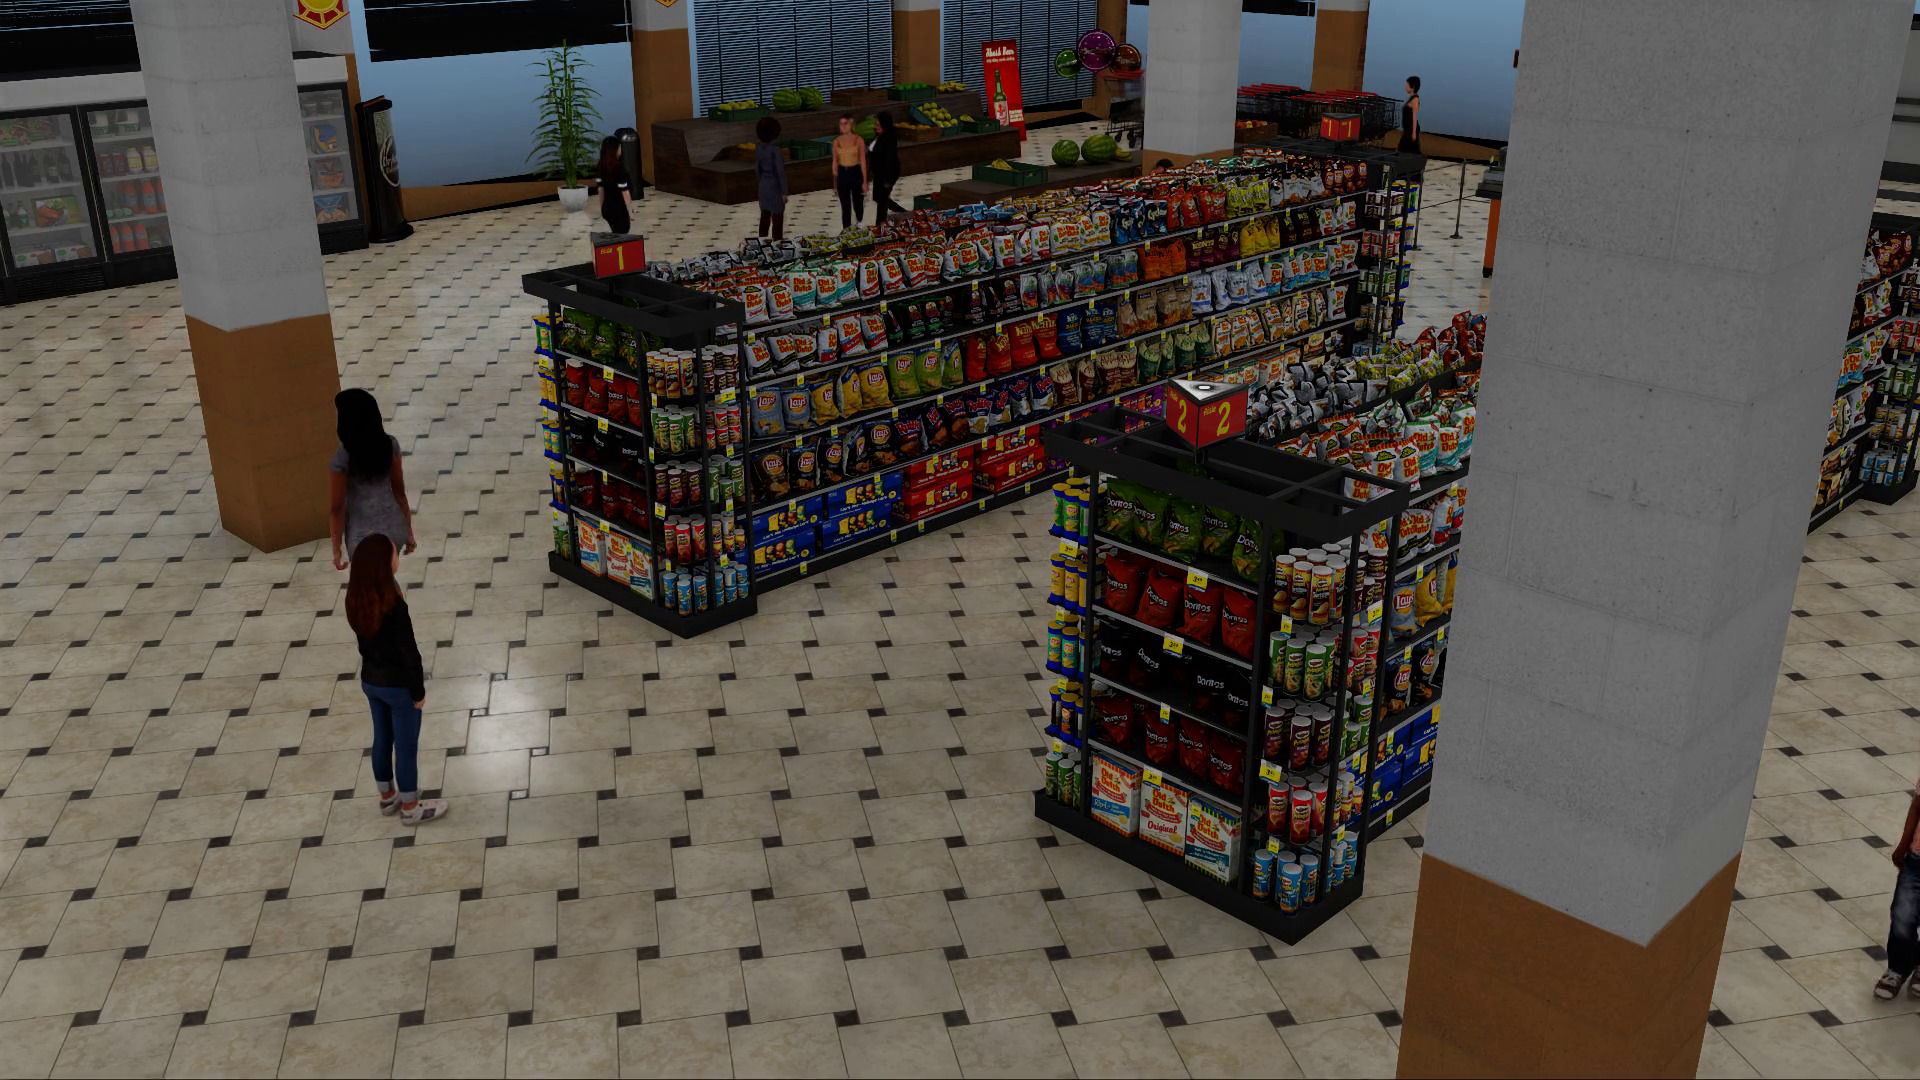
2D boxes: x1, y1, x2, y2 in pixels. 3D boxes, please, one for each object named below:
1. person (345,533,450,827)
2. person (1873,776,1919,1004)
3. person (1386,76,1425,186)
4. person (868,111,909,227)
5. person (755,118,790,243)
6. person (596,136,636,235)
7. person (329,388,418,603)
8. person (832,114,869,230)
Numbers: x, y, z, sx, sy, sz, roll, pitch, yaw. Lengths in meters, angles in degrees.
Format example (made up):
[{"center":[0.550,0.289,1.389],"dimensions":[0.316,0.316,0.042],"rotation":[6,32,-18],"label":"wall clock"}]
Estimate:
[{"center":[-2.736,0.666,7.957],"dimensions":[0.593,1.481,0.576],"rotation":[13,25,29],"label":"person"},{"center":[4.019,1.251,6.746],"dimensions":[0.567,1.298,0.626],"rotation":[16,27,34],"label":"person"},{"center":[6.646,-5.912,24.207],"dimensions":[0.985,1.572,0.992],"rotation":[4,22,9],"label":"person"},{"center":[-0.867,-4.592,20.913],"dimensions":[0.983,1.578,0.841],"rotation":[-9,24,-21],"label":"person"},{"center":[-2.202,-4.042,19.368],"dimensions":[0.598,1.708,0.512],"rotation":[19,28,38],"label":"person"},{"center":[-3.888,-3.653,18.508],"dimensions":[0.589,1.628,0.675],"rotation":[20,29,40],"label":"person"},{"center":[-3.142,0.040,9.128],"dimensions":[0.697,1.768,0.580],"rotation":[15,27,34],"label":"person"},{"center":[-1.334,-4.411,20.415],"dimensions":[0.858,1.613,0.943],"rotation":[4,22,11],"label":"person"}]
